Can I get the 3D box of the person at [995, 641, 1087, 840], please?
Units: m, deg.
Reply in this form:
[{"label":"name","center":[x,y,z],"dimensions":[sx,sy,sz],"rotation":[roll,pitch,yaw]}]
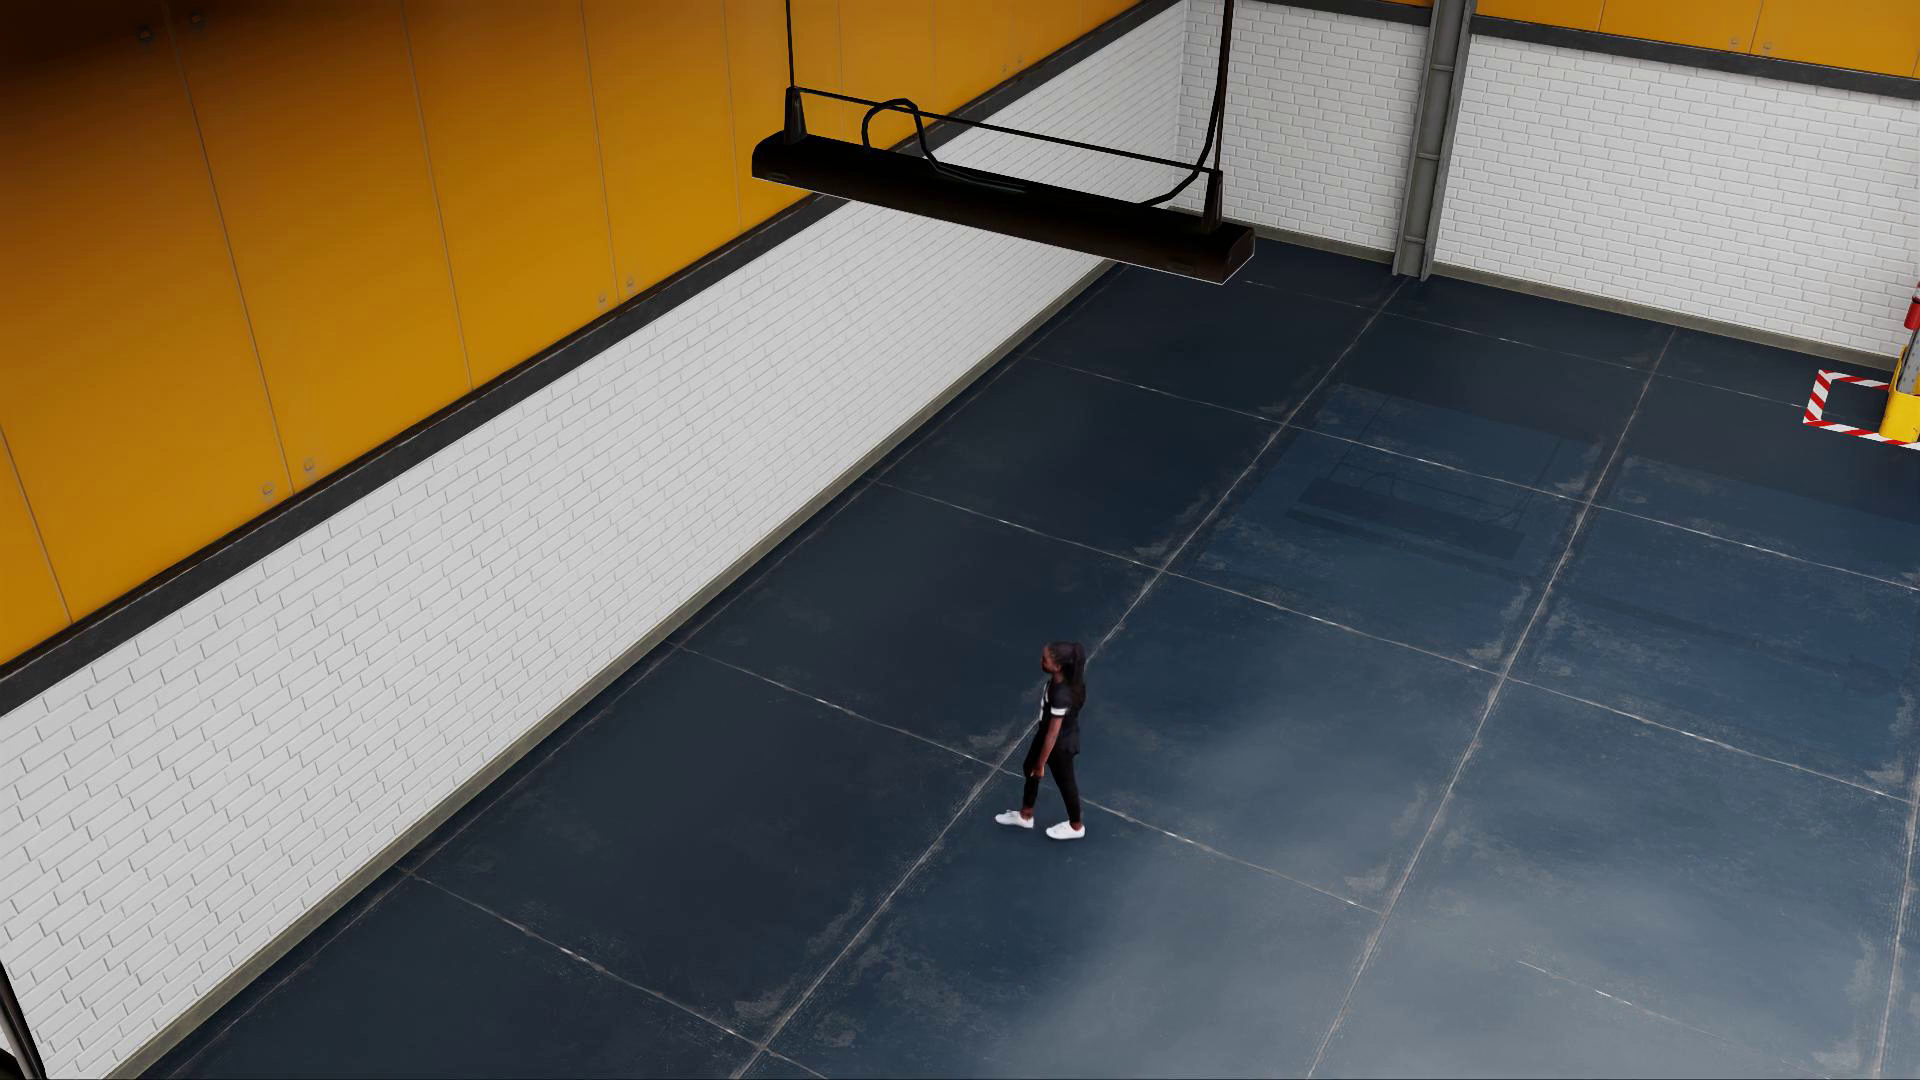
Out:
[{"label":"person","center":[0.752,1.397,11.370],"dimensions":[0.997,1.712,0.874],"rotation":[1,34,1]}]
